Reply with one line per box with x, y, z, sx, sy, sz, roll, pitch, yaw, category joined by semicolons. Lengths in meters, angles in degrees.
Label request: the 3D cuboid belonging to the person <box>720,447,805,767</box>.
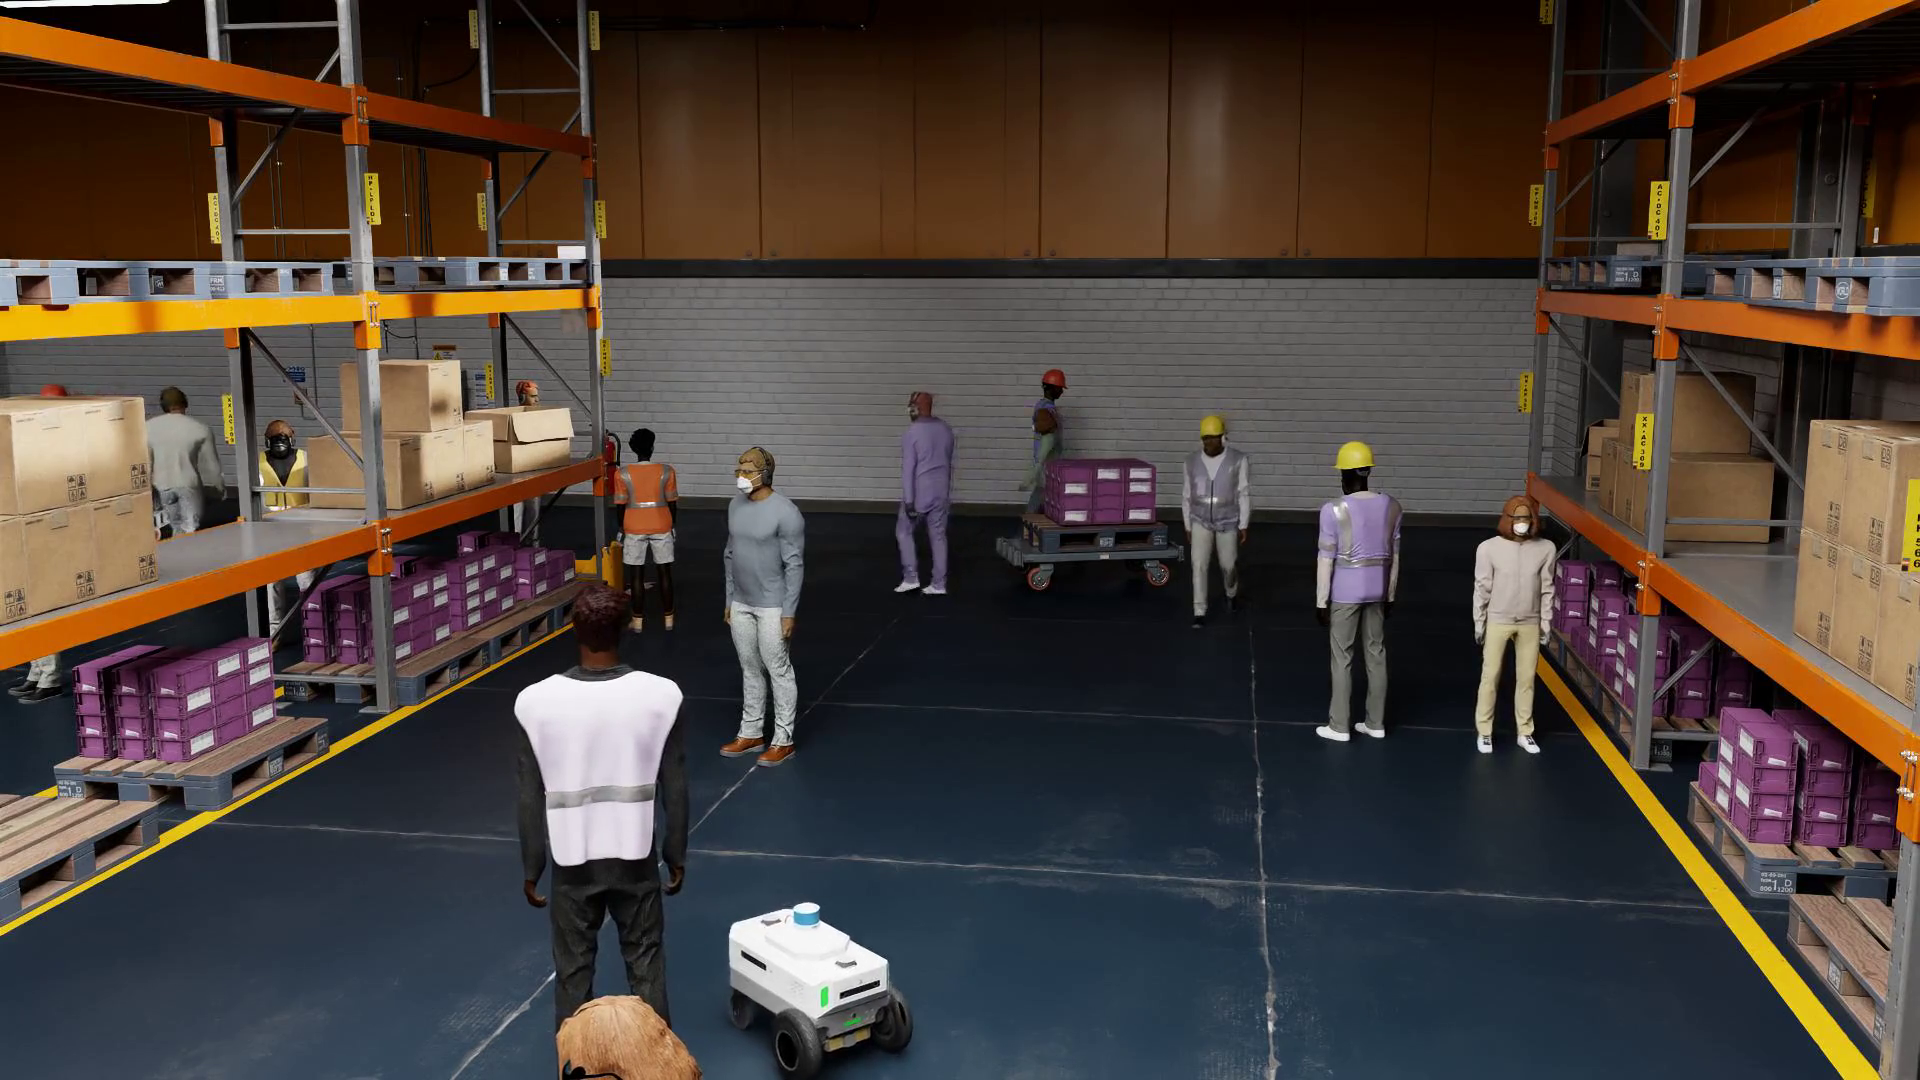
-1.207;0.398;10.104;0.627;1.941;0.371;8;12;40;person

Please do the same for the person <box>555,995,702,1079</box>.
-0.626;1.669;3.241;0.298;1.622;0.505;0;9;2;person

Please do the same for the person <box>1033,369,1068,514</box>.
0.987;-0.888;18.074;0.370;1.928;0.543;-2;9;-12;person

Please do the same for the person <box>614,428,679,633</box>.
-2.592;-0.077;13.781;0.530;1.696;0.322;-3;10;-17;person

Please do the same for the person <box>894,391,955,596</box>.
-0.348;-0.423;15.325;0.659;1.886;0.601;-8;12;-40;person

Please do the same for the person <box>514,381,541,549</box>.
-4.430;-0.687;16.993;0.347;1.879;0.580;4;10;25;person

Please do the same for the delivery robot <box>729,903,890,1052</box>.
-0.588;1.642;6.401;0.477;0.478;0.707;-7;12;-38;delivery robot

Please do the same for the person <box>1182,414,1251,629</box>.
2.175;-0.182;14.101;0.598;1.806;0.771;3;10;17;person

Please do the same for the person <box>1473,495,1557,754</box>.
3.418;0.526;10.291;0.491;1.626;0.282;0;9;1;person

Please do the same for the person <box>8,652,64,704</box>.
-6.480;0.216;11.551;0.404;1.835;0.587;-7;12;-37;person

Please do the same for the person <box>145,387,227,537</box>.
-7.224;-0.466;15.490;0.672;1.909;0.768;-1;9;-5;person

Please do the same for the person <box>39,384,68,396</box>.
-8.080;-0.406;14.940;0.620;1.975;0.649;1;9;9;person

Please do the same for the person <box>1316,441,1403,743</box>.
2.515;0.332;10.594;0.592;1.919;0.398;-3;10;-18;person

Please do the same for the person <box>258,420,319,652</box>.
-5.290;-0.029;13.073;0.625;1.837;0.429;-4;10;-22;person

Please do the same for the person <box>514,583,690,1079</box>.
-1.243;1.108;5.843;0.593;1.909;0.412;-3;10;-15;person

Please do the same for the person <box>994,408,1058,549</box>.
0.845;-0.564;17.141;0.895;1.579;0.502;-1;9;-5;person
